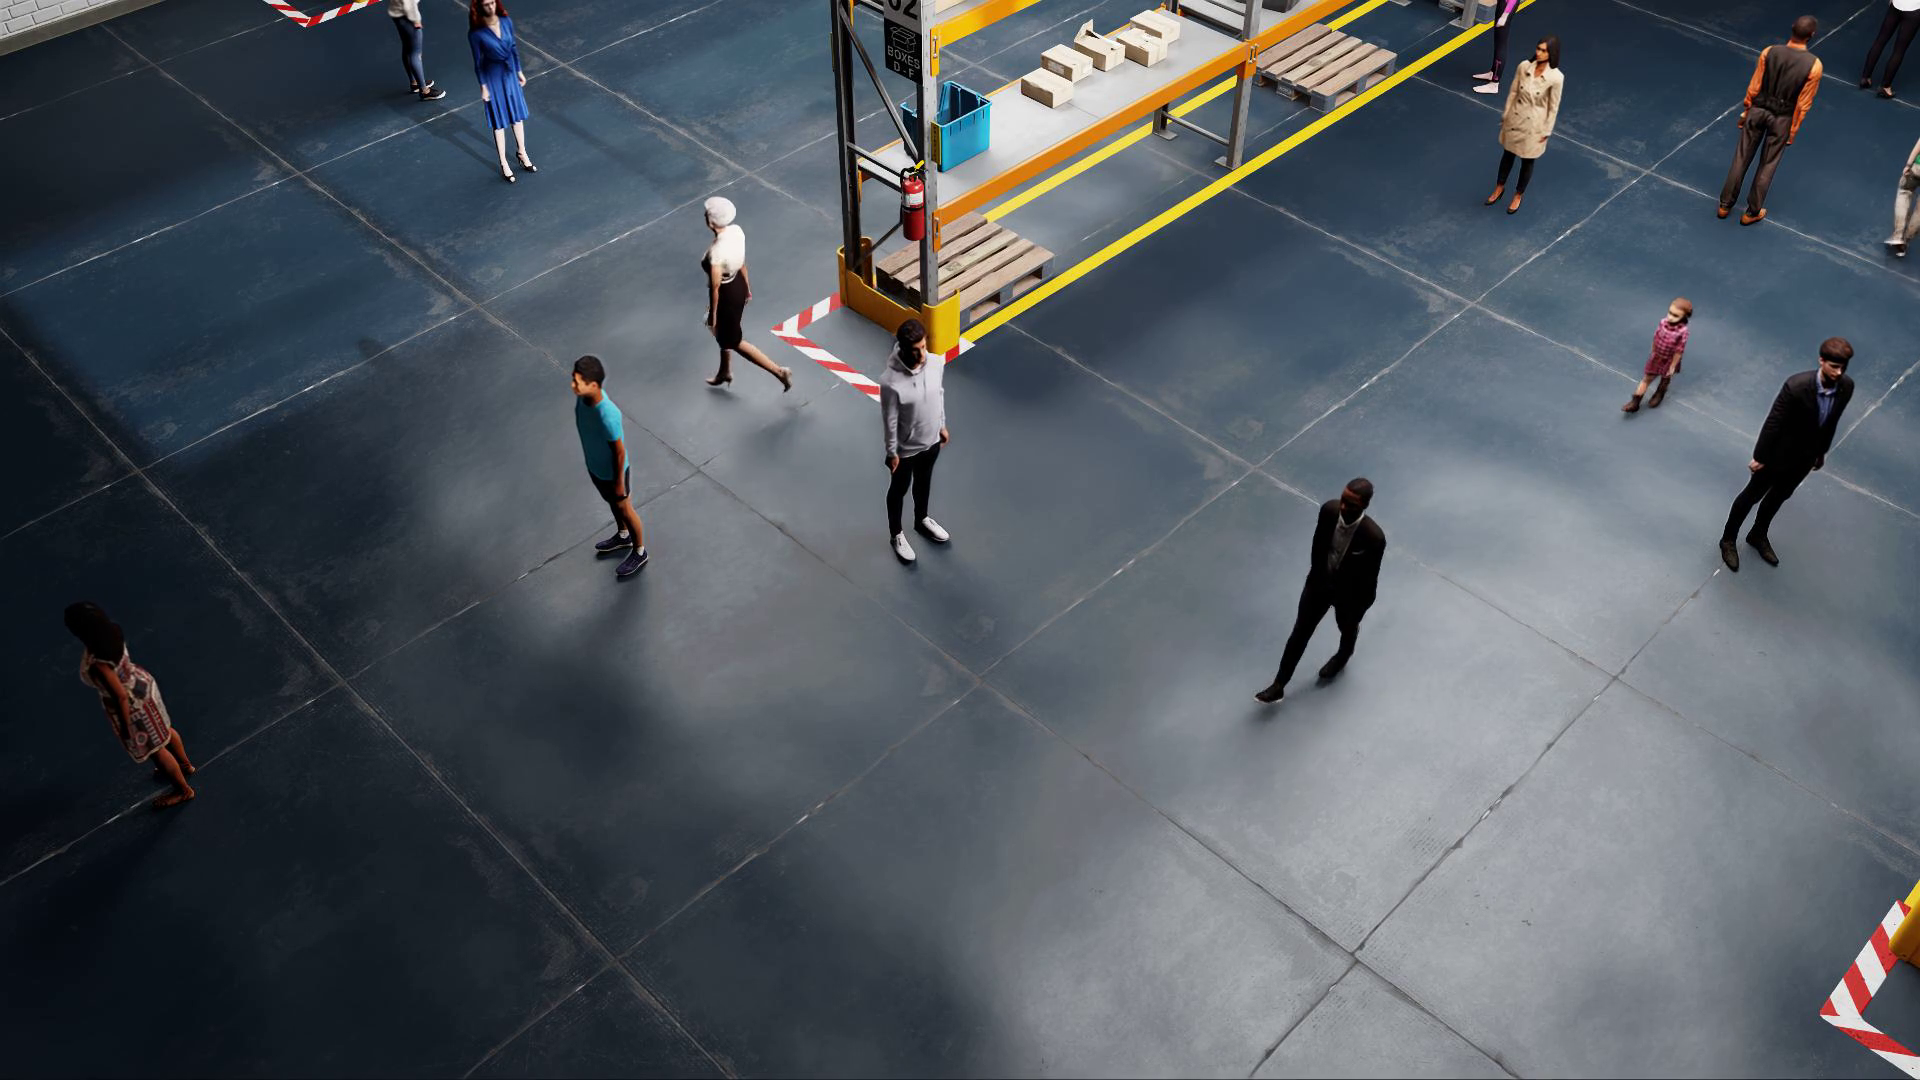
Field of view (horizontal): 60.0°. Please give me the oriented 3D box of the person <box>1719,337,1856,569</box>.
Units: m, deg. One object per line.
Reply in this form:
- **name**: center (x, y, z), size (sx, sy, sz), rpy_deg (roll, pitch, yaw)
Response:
- **person**: center (5.639, -0.614, 11.292), size (0.747, 1.891, 0.848), rpy_deg (-6, 44, -7)

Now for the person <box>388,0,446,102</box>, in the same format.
- **person**: center (-5.387, -5.111, 16.156), size (0.611, 1.692, 0.658), rpy_deg (-24, 49, -23)

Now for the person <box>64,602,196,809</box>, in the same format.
- **person**: center (-4.893, 0.955, 9.823), size (0.716, 1.644, 0.726), rpy_deg (-11, 45, -11)

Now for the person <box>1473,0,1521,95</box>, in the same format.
- **person**: center (5.342, -5.223, 16.230), size (0.719, 1.752, 0.638), rpy_deg (11, 45, 11)

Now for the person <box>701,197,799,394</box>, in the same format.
- **person**: center (-1.657, -1.784, 12.641), size (1.029, 1.724, 1.078), rpy_deg (10, 44, 10)

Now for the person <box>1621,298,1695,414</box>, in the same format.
- **person**: center (5.466, -1.432, 12.795), size (0.725, 1.001, 0.475), rpy_deg (-30, 51, -28)

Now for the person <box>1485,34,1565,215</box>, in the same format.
- **person**: center (5.002, -3.666, 14.647), size (0.529, 1.682, 0.635), rpy_deg (-33, 53, -30)

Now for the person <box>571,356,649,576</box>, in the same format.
- **person**: center (-2.381, -0.515, 11.273), size (0.561, 1.773, 0.653), rpy_deg (-26, 49, -25)

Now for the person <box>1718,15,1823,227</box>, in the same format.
- **person**: center (7.044, -3.650, 14.467), size (0.706, 1.907, 0.626), rpy_deg (29, 51, 27)

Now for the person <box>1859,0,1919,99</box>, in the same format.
- **person**: center (9.184, -5.157, 16.130), size (0.611, 1.795, 0.658), rpy_deg (-21, 47, -20)

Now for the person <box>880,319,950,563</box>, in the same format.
- **person**: center (-0.325, -0.714, 11.368), size (0.530, 1.930, 0.750), rpy_deg (-32, 52, -29)

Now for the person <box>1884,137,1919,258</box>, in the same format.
- **person**: center (8.250, -3.113, 14.098), size (0.698, 1.638, 0.733), rpy_deg (16, 46, 16)

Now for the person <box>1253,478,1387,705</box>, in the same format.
- **person**: center (2.437, 0.272, 10.452), size (1.079, 1.767, 0.705), rpy_deg (-32, 52, -29)

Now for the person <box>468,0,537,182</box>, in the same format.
- **person**: center (-4.137, -4.125, 15.023), size (0.671, 1.827, 0.493), rpy_deg (34, 53, 30)
